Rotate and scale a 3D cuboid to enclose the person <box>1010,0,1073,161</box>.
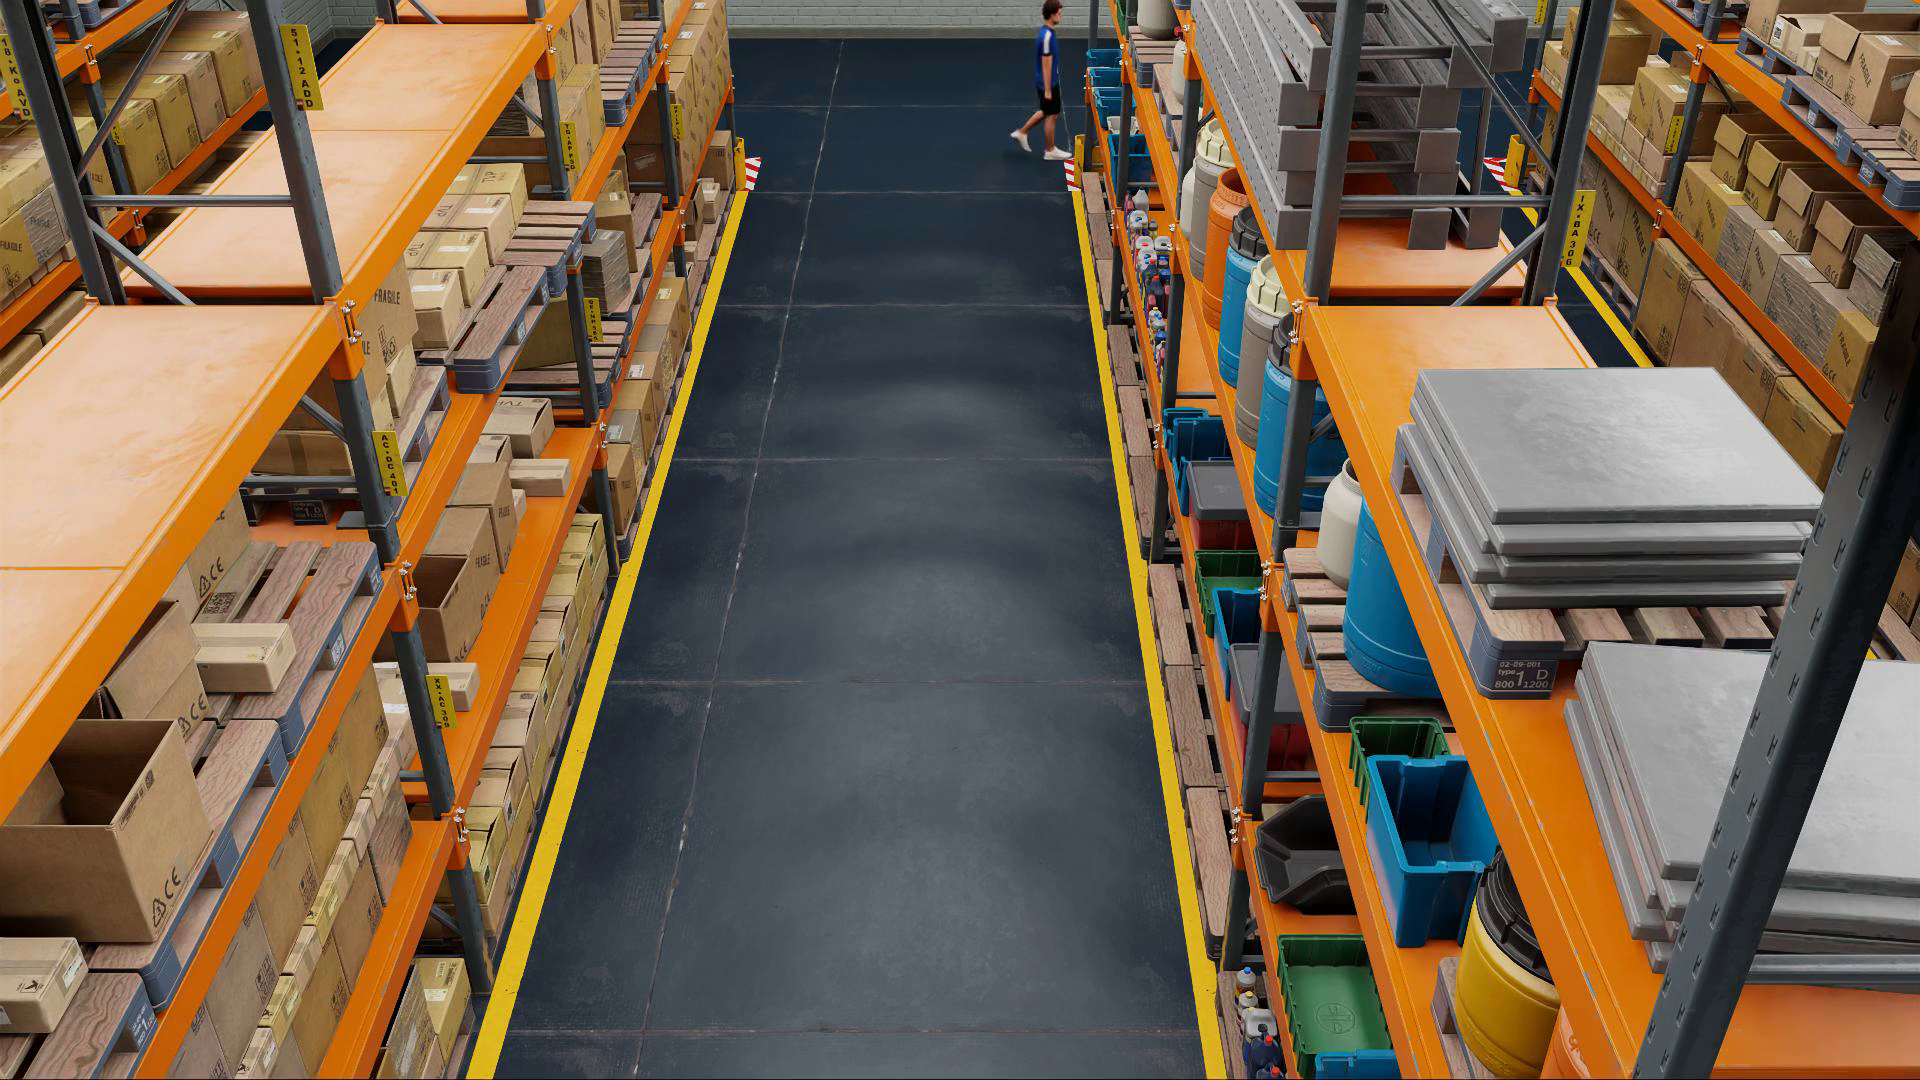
[{"bbox_3d":[0.926,-5.319,19.263,0.746,1.856,0.900,1,33,2],"label":"person"}]
